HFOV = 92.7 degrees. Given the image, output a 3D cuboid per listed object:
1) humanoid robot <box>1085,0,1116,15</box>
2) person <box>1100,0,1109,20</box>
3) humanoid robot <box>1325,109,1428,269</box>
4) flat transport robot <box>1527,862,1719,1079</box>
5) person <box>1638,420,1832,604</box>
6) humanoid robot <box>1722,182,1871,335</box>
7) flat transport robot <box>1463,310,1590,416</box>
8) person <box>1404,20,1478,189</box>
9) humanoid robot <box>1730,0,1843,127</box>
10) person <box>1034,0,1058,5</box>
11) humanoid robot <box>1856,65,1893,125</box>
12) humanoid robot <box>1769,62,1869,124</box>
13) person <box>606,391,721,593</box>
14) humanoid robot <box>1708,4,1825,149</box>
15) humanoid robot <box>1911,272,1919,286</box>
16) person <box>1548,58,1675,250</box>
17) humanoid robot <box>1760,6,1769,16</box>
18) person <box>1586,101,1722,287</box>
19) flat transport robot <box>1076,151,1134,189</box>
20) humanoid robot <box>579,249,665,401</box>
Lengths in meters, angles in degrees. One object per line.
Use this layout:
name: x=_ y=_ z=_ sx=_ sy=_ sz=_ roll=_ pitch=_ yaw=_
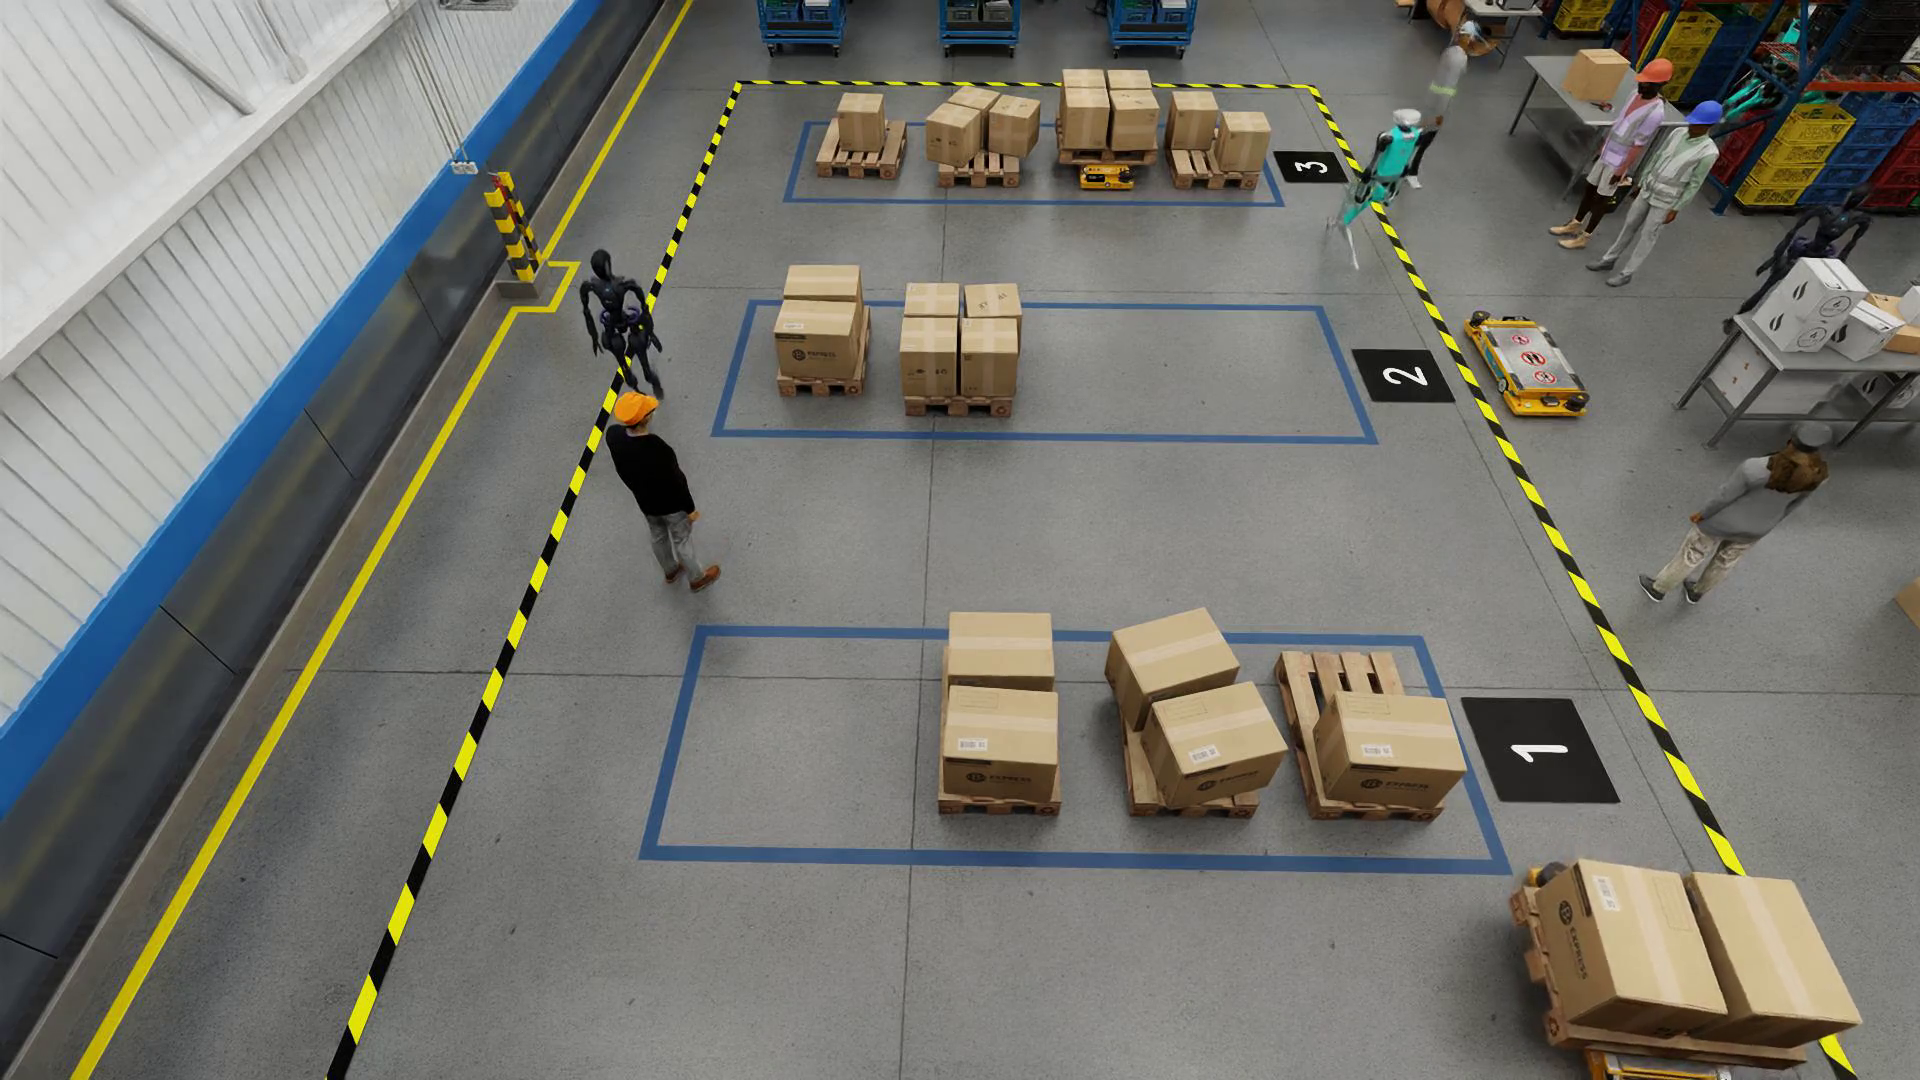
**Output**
humanoid robot: x=2.399 y=-9.206 z=14.593 sx=0.741 sy=1.620 sz=0.630 roll=14 pitch=51 yaw=12
person: x=2.564 y=-9.229 z=14.413 sx=0.572 sy=1.935 sz=0.629 roll=-12 pitch=50 yaw=-10
humanoid robot: x=4.377 y=-3.927 z=9.984 sx=0.538 sy=1.772 sz=0.968 roll=-13 pitch=50 yaw=-11
flat transport robot: x=3.849 y=2.606 z=5.259 sx=0.652 sy=0.197 sz=1.431 roll=4 pitch=49 yaw=4
person: x=5.666 y=-0.155 z=6.674 sx=0.571 sy=1.767 sz=0.395 roll=5 pitch=49 yaw=5
humanoid robot: x=8.272 y=-2.733 z=8.982 sx=0.608 sy=1.640 sz=0.426 roll=20 pitch=52 yaw=16
flat transport robot: x=5.573 y=-1.757 z=9.054 sx=0.659 sy=0.231 sz=1.431 roll=1 pitch=49 yaw=1
person: x=5.758 y=-5.220 z=11.037 sx=0.370 sy=1.810 sz=0.678 roll=11 pitch=50 yaw=9
humanoid robot: x=10.710 y=-6.058 z=11.843 sx=0.389 sy=1.655 sz=0.598 roll=5 pitch=49 yaw=5
person: x=1.492 y=-9.841 z=14.952 sx=0.628 sy=1.938 sz=0.395 roll=-14 pitch=51 yaw=-12
humanoid robot: x=11.613 y=-5.745 z=11.548 sx=0.543 sy=1.814 sz=0.758 roll=-37 pitch=58 yaw=-27
humanoid robot: x=10.750 y=-5.686 z=11.512 sx=0.801 sy=1.807 sz=0.551 roll=10 pitch=50 yaw=9
person: x=-2.189 y=-0.329 z=6.750 sx=0.589 sy=1.883 sz=0.382 roll=21 pitch=52 yaw=17
humanoid robot: x=9.906 y=-5.697 z=11.475 sx=0.724 sy=1.771 sz=0.535 roll=-6 pitch=49 yaw=-5
humanoid robot: x=10.567 y=-3.349 z=9.395 sx=0.530 sy=1.690 sz=0.738 roll=4 pitch=49 yaw=4
person: x=7.098 y=-4.164 z=9.975 sx=0.395 sy=2.035 sz=0.598 roll=3 pitch=49 yaw=3
humanoid robot: x=13.291 y=-9.294 z=14.673 sx=0.589 sy=1.645 sz=0.582 roll=-5 pitch=49 yaw=-4
person: x=7.255 y=-3.572 z=9.517 sx=0.403 sy=1.943 sz=0.613 roll=-9 pitch=50 yaw=-8
flat transport robot: x=1.845 y=-4.982 z=11.827 sx=0.652 sy=0.197 sz=1.431 roll=1 pitch=49 yaw=1
humanoid robot: x=-3.019 y=-1.856 z=8.206 sx=0.612 sy=1.642 sz=0.353 roll=-6 pitch=49 yaw=-6
